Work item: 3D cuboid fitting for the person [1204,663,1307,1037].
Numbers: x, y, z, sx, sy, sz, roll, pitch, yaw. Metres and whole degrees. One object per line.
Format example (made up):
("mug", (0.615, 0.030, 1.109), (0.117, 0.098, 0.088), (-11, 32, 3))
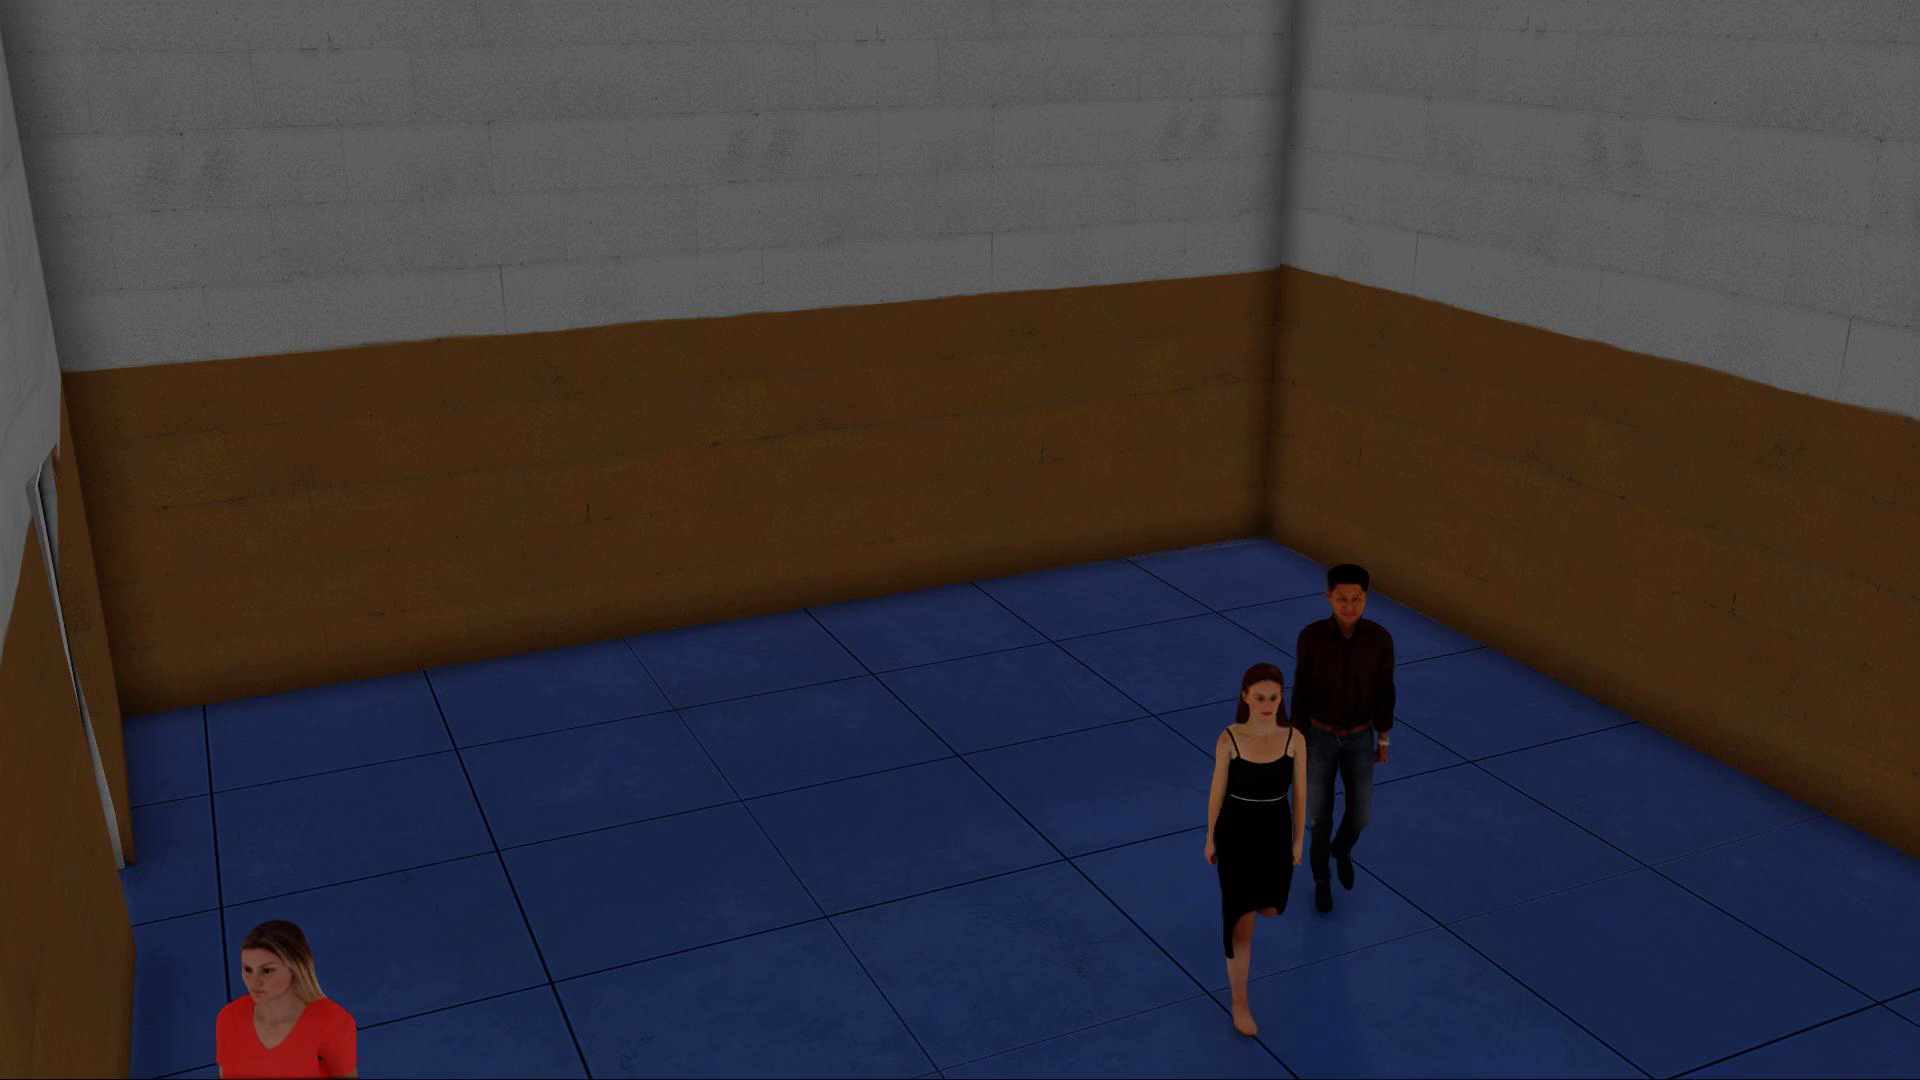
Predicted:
("person", (1.268, 1.271, 7.247), (1.002, 1.600, 0.875), (-1, 19, -2))

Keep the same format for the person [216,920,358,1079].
("person", (-2.036, 1.932, 5.143), (0.624, 1.693, 0.736), (1, 19, 4))

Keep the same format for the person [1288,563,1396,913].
("person", (1.813, 0.921, 8.017), (0.782, 1.771, 0.858), (3, 19, 8))
